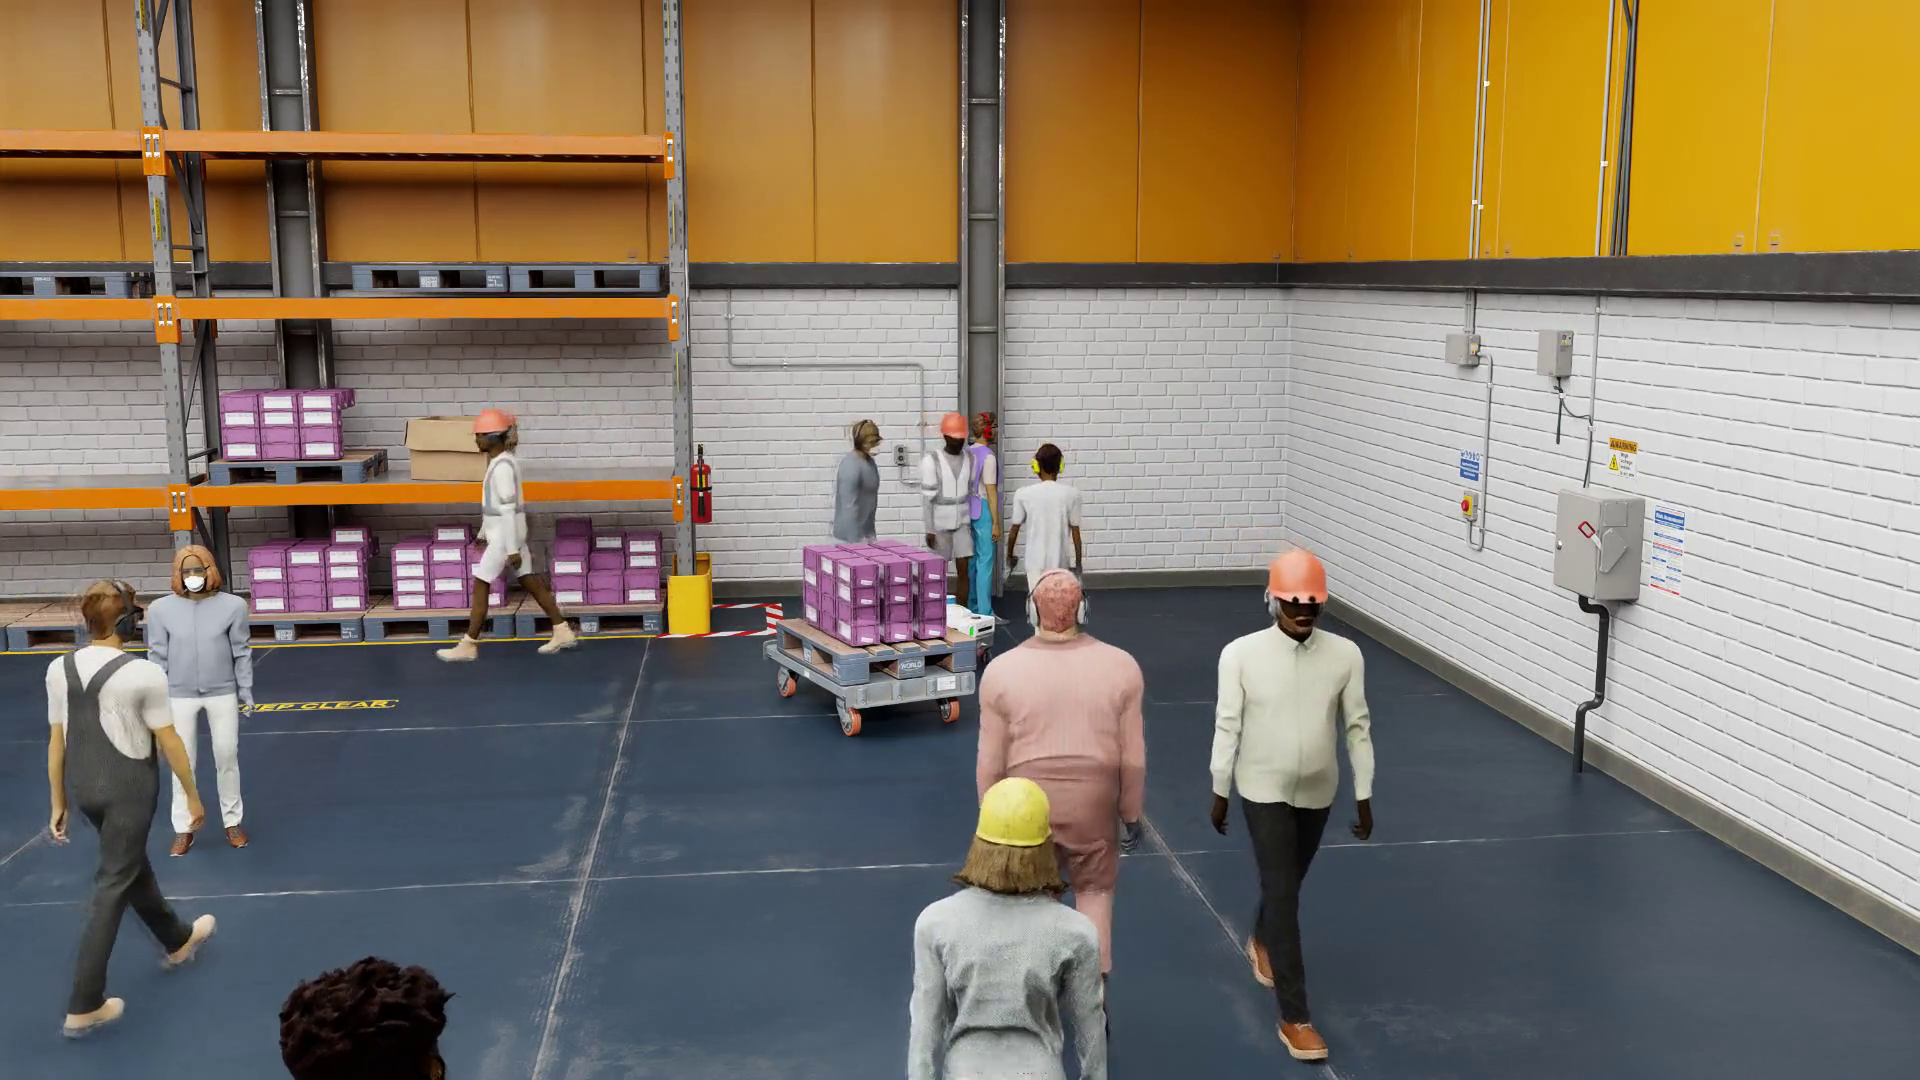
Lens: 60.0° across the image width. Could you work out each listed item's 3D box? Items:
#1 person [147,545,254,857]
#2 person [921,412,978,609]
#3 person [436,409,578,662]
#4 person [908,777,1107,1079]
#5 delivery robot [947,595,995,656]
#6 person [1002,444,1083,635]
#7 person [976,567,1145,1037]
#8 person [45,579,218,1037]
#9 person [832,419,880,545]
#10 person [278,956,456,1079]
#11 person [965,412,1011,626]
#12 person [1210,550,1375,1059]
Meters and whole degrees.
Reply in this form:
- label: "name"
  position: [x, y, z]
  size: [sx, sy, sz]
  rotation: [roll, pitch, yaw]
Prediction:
- label: "person"
  position: [-3.967, 0.828, 8.716]
  size: [0.498, 1.634, 0.281]
  rotation: [-4, 10, -23]
- label: "person"
  position: [-0.130, -0.168, 14.137]
  size: [0.554, 1.898, 0.762]
  rotation: [-5, 10, -27]
- label: "person"
  position: [-3.549, -0.040, 13.066]
  size: [1.073, 1.993, 0.610]
  rotation: [-2, 9, -10]
- label: "person"
  position: [0.138, 1.465, 4.460]
  size: [0.507, 1.712, 0.747]
  rotation: [1, 9, 9]
- label: "delivery robot"
  position: [-0.083, 0.668, 12.786]
  size: [0.707, 0.478, 0.477]
  rotation: [7, 11, 37]
- label: "person"
  position: [0.594, 0.209, 12.042]
  size: [0.577, 1.803, 0.990]
  rotation: [0, 9, -3]
- label: "person"
  position: [0.390, 1.051, 6.503]
  size: [0.663, 1.895, 0.513]
  rotation: [0, 9, -1]
- label: "person"
  position: [-3.425, 1.045, 6.873]
  size: [0.534, 1.790, 0.982]
  rotation: [2, 9, 13]
- label: "person"
  position: [-0.754, -0.003, 13.079]
  size: [0.482, 1.909, 0.674]
  rotation: [2, 9, 10]
- label: "person"
  position: [-0.939, 1.626, 2.705]
  size: [0.368, 1.966, 0.602]
  rotation: [-5, 10, -29]
- label: "person"
  position: [0.181, -0.180, 14.335]
  size: [0.387, 1.849, 0.566]
  rotation: [-4, 10, -24]
- label: "person"
  position: [1.346, 0.990, 6.759]
  size: [0.633, 1.947, 1.016]
  rotation: [-2, 9, -10]
